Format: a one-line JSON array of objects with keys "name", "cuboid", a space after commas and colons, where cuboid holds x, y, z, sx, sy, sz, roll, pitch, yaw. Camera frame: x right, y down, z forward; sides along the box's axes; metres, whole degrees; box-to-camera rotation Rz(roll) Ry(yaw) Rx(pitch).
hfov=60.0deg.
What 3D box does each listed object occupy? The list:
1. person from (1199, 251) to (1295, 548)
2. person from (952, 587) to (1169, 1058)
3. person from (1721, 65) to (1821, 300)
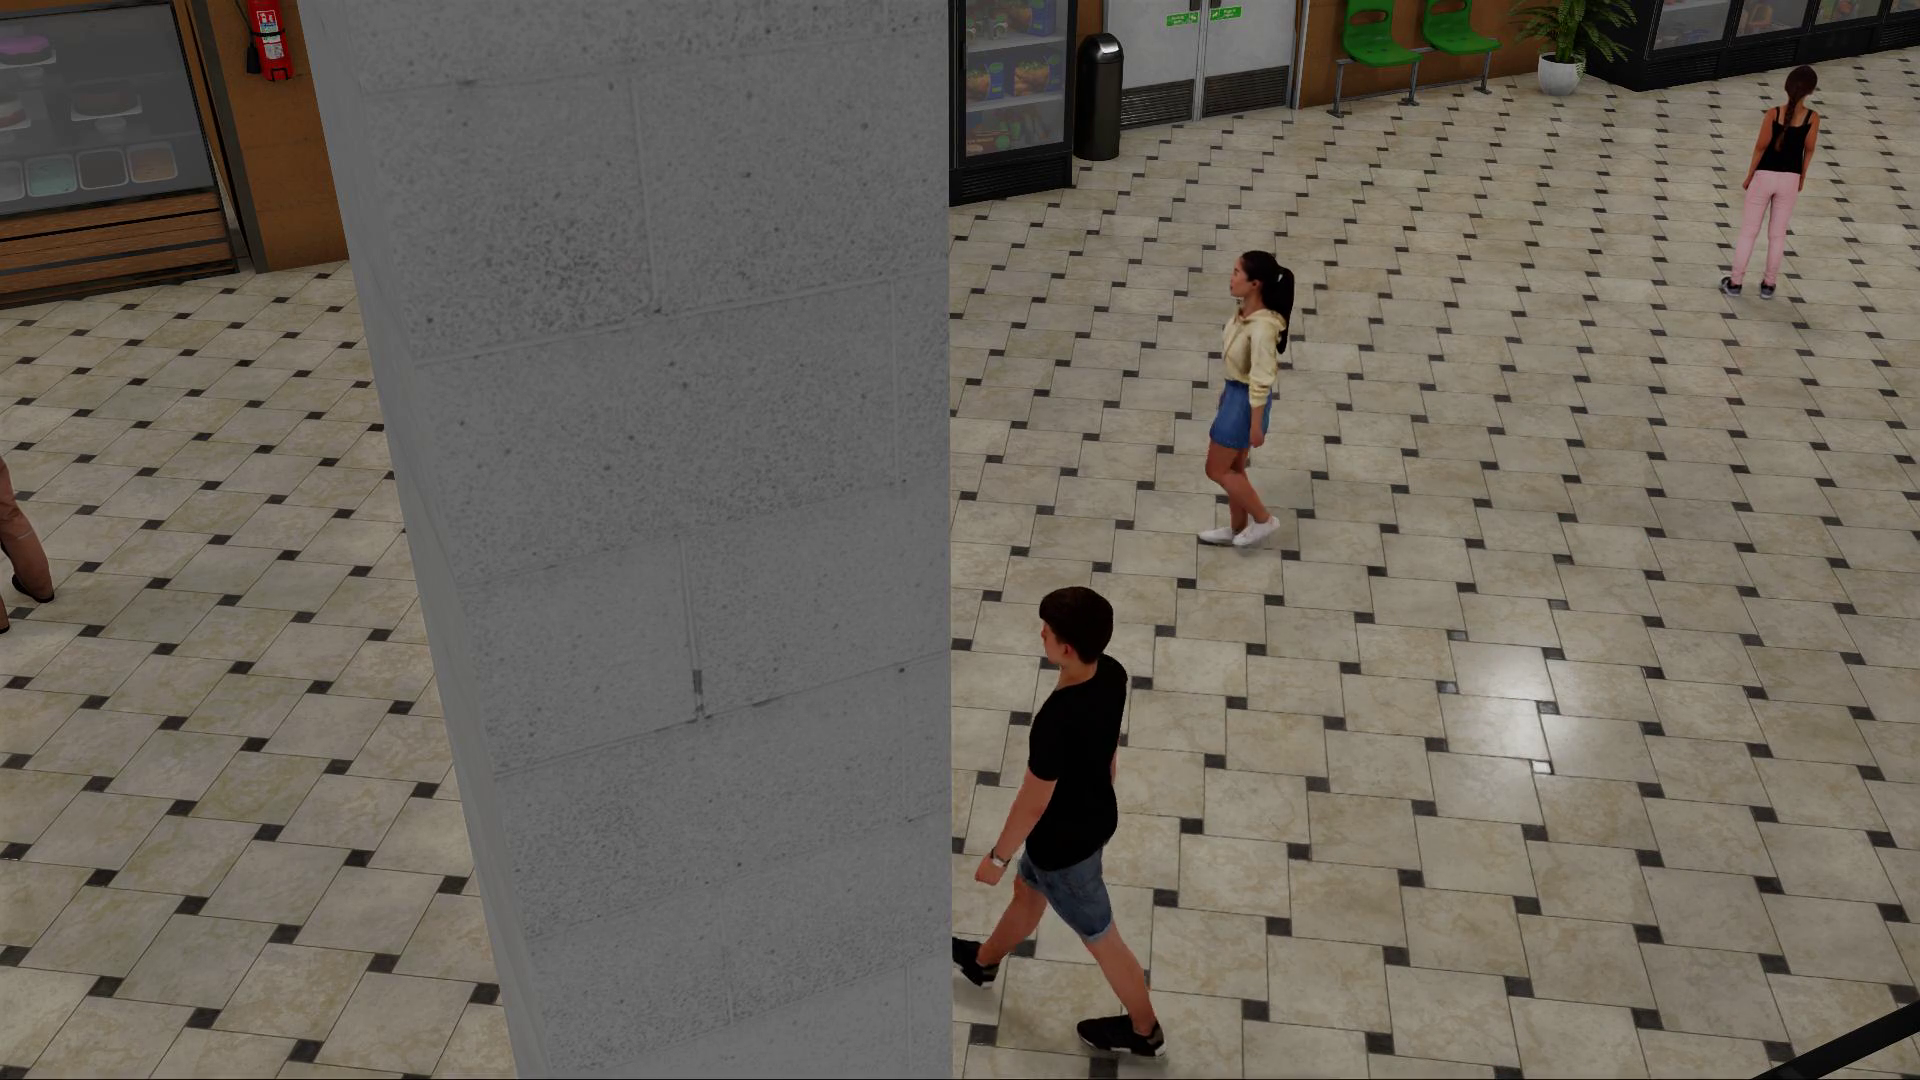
[{"name": "person", "cuboid": [1.484, -0.659, 8.238, 0.830, 1.621, 0.750, 5, 32, 7]}, {"name": "person", "cuboid": [0.446, 0.994, 5.412, 1.251, 1.800, 1.172, 12, 34, 18]}, {"name": "person", "cuboid": [5.412, -2.370, 11.043, 0.619, 1.564, 0.665, 8, 33, 12]}]
